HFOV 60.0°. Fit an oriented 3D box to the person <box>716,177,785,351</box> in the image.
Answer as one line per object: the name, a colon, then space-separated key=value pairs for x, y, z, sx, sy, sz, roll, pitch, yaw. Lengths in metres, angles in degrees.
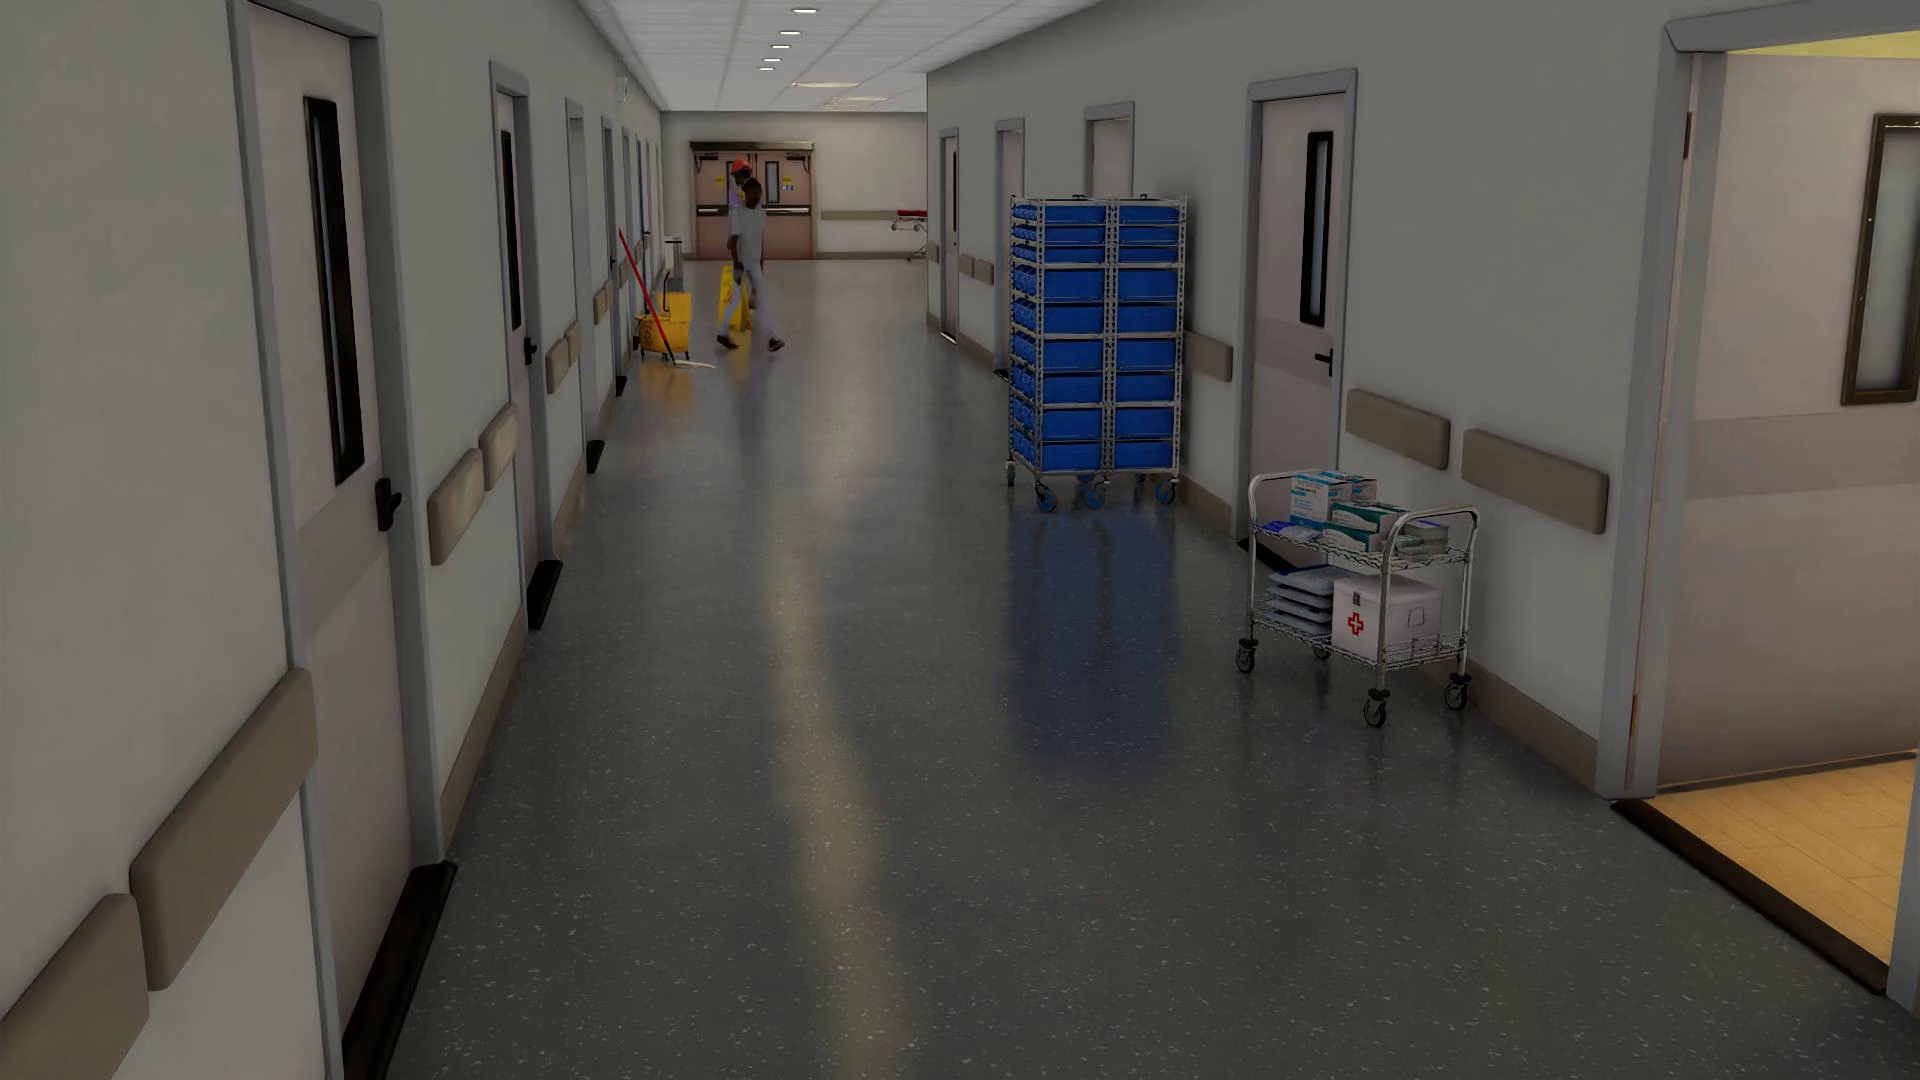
person: x=-2.221 y=-2.887 z=17.508 sx=1.006 sy=1.814 sz=0.566 roll=12 pitch=17 yaw=42

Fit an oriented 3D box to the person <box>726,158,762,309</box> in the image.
person: x=-2.949 y=-4.148 z=22.613 sx=0.409 sy=2.028 sz=0.615 roll=8 pitch=15 yaw=31
